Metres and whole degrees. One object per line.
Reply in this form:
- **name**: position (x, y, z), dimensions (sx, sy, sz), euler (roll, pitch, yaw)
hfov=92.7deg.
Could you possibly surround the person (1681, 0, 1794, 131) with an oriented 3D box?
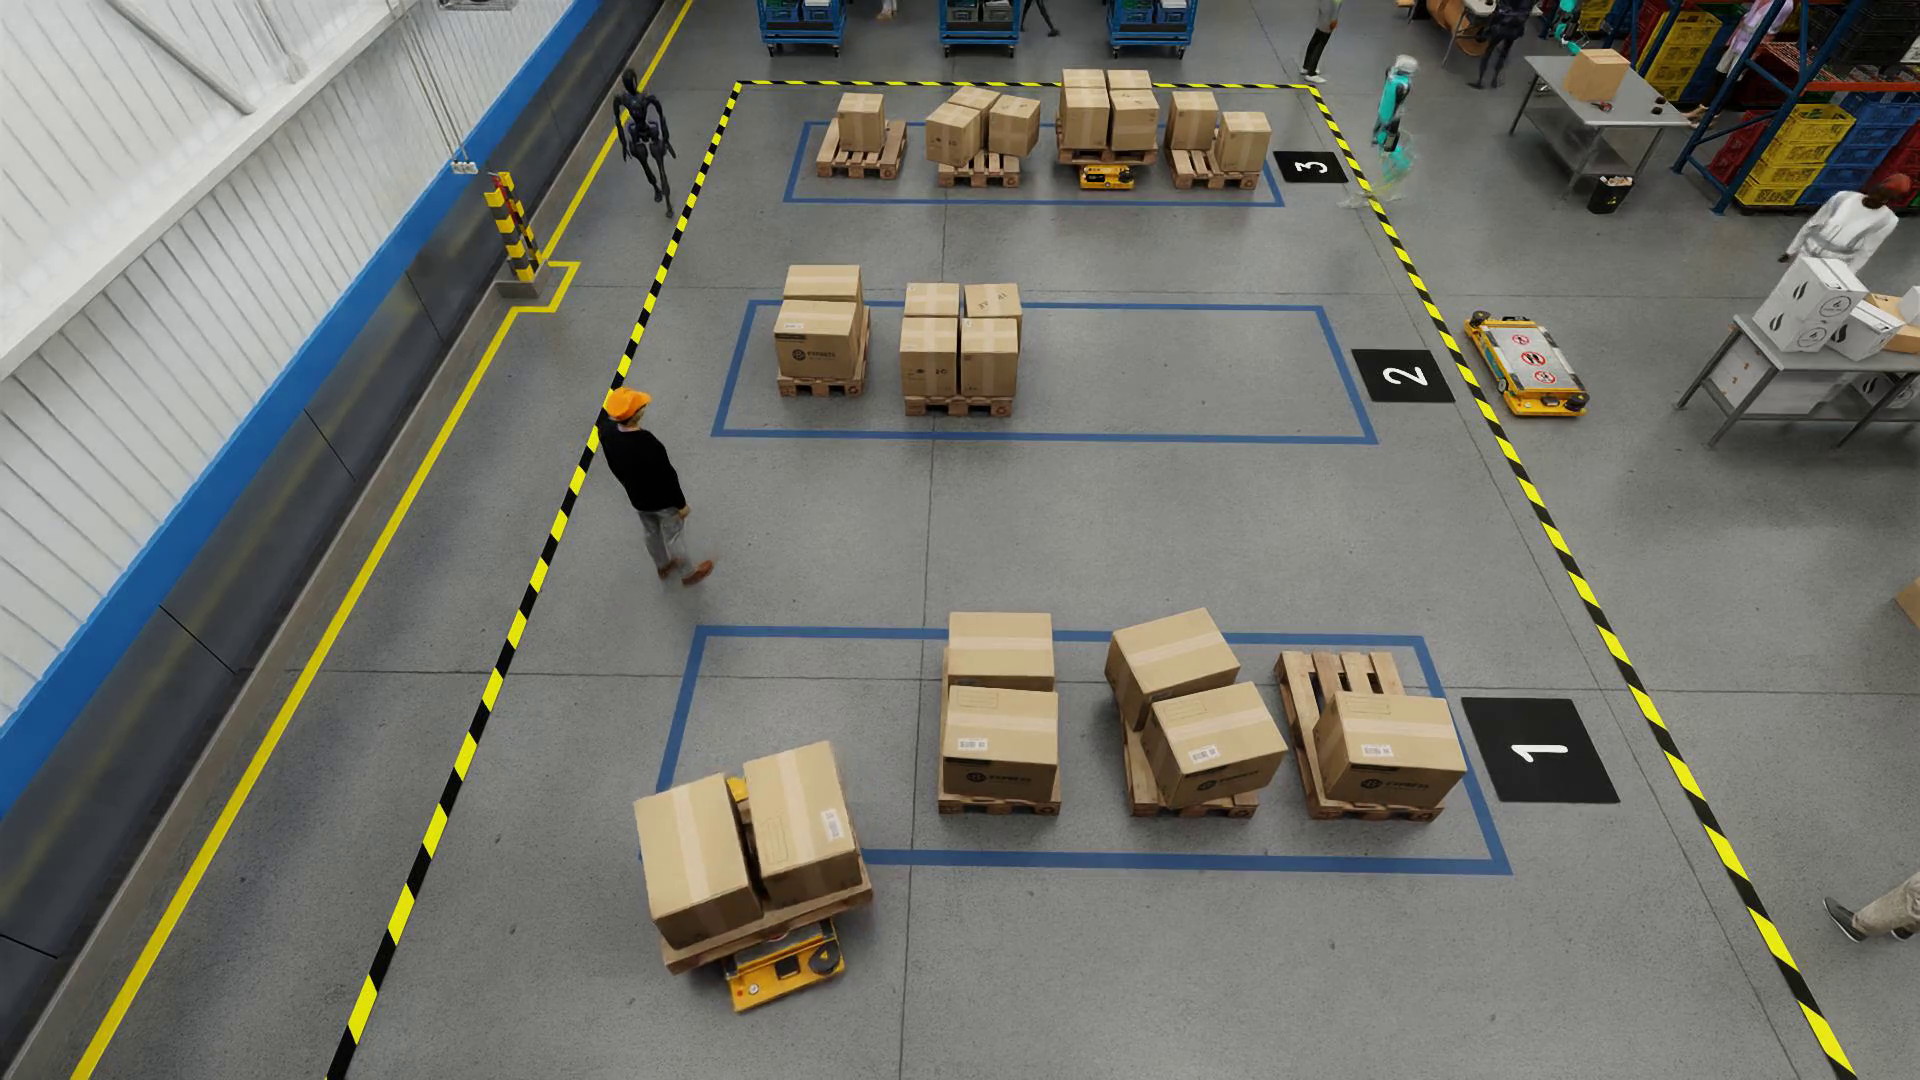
- **person**: position (10.152, -6.393, 11.895), dimensions (0.371, 2.042, 0.613), euler (0, 49, 0)

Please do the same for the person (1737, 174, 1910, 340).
- **person**: position (8.263, -2.660, 8.794), dimensions (0.404, 1.858, 0.615), euler (-22, 52, -18)

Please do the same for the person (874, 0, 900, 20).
- **person**: position (-1.234, -9.294, 14.548), dimensions (0.463, 1.832, 0.650), euler (16, 51, 13)

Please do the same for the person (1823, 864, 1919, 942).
- **person**: position (5.590, 1.801, 4.980), dimensions (0.572, 1.769, 0.397), euler (0, 49, 0)

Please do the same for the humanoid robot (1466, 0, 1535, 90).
- **humanoid robot**: position (7.701, -7.233, 12.863), dimensions (0.601, 1.633, 0.386), euler (-4, 49, -3)

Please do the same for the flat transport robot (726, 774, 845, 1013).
- **flat transport robot**: position (-1.235, 2.077, 5.717), dimensions (0.652, 0.197, 1.431), euler (-16, 51, -14)

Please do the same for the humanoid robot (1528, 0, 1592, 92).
- **humanoid robot**: position (8.468, -7.062, 12.586), dimensions (0.735, 1.677, 0.533), euler (1, 49, 1)

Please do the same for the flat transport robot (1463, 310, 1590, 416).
- **flat transport robot**: position (5.573, -1.757, 9.054), dimensions (0.659, 0.231, 1.431), euler (1, 49, 1)

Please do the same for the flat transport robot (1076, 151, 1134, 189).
- **flat transport robot**: position (1.845, -4.982, 11.827), dimensions (0.652, 0.197, 1.431), euler (1, 49, 1)

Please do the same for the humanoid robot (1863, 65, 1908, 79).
- **humanoid robot**: position (13.678, -7.340, 12.905), dimensions (0.770, 1.753, 0.564), euler (-37, 58, -27)

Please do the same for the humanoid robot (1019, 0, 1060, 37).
- **humanoid robot**: position (1.209, -8.669, 14.155), dimensions (0.818, 1.638, 0.603), euler (10, 50, 8)

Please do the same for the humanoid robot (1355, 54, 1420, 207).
- **humanoid robot**: position (5.056, -4.666, 10.512), dimensions (0.735, 1.677, 0.533), euler (1, 49, 1)

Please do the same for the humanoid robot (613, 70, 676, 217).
- **humanoid robot**: position (-3.637, -4.600, 10.610), dimensions (0.608, 1.622, 0.769), euler (-8, 50, -7)

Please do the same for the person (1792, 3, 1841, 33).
- **person**: position (12.210, -7.626, 13.012), dimensions (0.606, 1.965, 0.373), euler (30, 55, 23)

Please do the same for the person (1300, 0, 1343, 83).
- **person**: position (5.275, -7.497, 12.975), dimensions (0.398, 1.850, 0.596), euler (2, 49, 1)

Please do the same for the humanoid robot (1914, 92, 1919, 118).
- **humanoid robot**: position (12.706, -5.971, 11.776), dimensions (0.485, 1.644, 0.613), euler (10, 50, 8)

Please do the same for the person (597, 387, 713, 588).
- **person**: position (-2.260, -0.365, 6.780), dimensions (0.589, 1.882, 0.380), euler (22, 53, 18)
